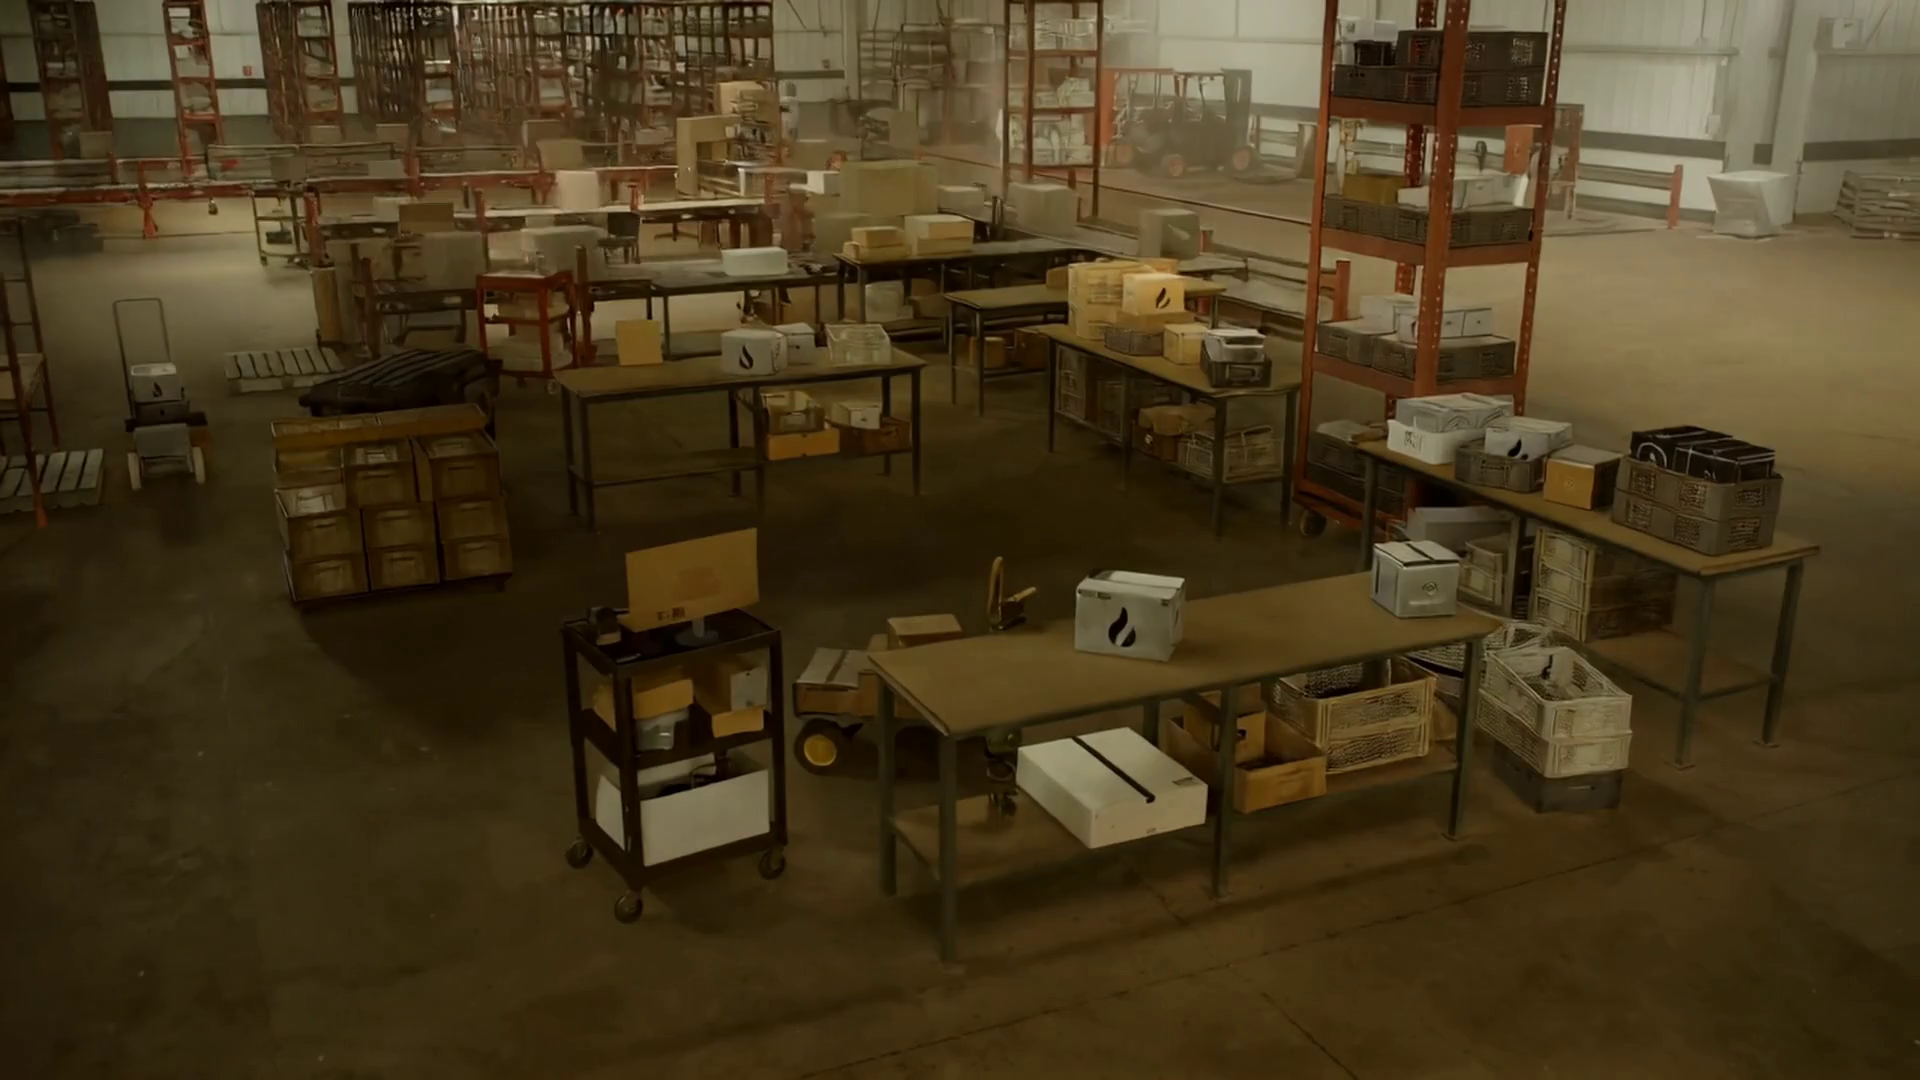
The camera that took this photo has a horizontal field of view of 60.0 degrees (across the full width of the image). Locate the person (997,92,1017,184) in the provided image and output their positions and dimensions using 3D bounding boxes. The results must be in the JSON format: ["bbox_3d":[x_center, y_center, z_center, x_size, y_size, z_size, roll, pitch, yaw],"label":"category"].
[{"bbox_3d":[0.957,-8.135,33.681,0.404,1.822,0.586,4,18,11],"label":"person"}]

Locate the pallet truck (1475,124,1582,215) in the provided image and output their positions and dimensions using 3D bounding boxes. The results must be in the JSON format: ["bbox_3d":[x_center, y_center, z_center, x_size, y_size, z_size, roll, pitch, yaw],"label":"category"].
[{"bbox_3d":[9.707,-6.455,28.103,1.885,1.965,0.823,-7,19,-20],"label":"pallet truck"}]

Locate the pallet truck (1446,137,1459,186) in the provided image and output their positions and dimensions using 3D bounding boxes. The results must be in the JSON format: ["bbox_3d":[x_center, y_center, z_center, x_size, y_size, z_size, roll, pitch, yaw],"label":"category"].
[{"bbox_3d":[9.184,-6.485,29.328,1.630,1.274,0.653,-8,19,-23],"label":"pallet truck"}]

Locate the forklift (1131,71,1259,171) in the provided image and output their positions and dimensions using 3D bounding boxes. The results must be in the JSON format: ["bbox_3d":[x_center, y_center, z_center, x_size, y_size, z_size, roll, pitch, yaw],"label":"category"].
[{"bbox_3d":[4.998,-8.936,35.413,2.680,1.987,1.157,-9,20,-25],"label":"forklift"}]

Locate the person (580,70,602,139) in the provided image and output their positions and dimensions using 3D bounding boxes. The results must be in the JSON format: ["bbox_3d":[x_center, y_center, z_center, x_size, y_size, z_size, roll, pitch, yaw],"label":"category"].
[{"bbox_3d":[-10.106,-11.933,45.599,0.565,1.850,0.390,3,18,10],"label":"person"}]

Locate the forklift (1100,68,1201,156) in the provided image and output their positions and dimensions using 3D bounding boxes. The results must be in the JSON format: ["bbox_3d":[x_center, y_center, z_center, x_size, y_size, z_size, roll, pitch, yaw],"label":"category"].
[{"bbox_3d":[4.082,-9.564,37.410,2.680,1.987,1.157,-8,19,-23],"label":"forklift"}]

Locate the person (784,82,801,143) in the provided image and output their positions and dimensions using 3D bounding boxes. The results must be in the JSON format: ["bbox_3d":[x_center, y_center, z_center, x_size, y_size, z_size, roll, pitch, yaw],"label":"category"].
[{"bbox_3d":[-3.816,-9.230,37.045,0.836,1.884,0.647,-5,18,-16],"label":"person"}]

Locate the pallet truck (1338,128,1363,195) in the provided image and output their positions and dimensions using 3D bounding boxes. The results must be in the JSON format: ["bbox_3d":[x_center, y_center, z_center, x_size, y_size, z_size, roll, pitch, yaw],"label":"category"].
[{"bbox_3d":[7.845,-7.140,31.411,1.522,1.261,0.704,-9,20,-25],"label":"pallet truck"}]

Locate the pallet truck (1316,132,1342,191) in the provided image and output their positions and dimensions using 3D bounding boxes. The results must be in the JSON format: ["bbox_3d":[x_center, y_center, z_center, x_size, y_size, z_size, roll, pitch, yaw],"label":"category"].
[{"bbox_3d":[7.723,-7.504,32.656,1.601,1.201,0.680,-8,19,-23],"label":"pallet truck"}]

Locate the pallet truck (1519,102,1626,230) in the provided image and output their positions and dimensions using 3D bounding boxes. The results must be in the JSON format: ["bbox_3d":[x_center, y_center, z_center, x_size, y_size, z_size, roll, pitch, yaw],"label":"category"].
[{"bbox_3d":[9.972,-6.037,26.785,1.885,1.965,0.823,-9,20,-25],"label":"pallet truck"}]
